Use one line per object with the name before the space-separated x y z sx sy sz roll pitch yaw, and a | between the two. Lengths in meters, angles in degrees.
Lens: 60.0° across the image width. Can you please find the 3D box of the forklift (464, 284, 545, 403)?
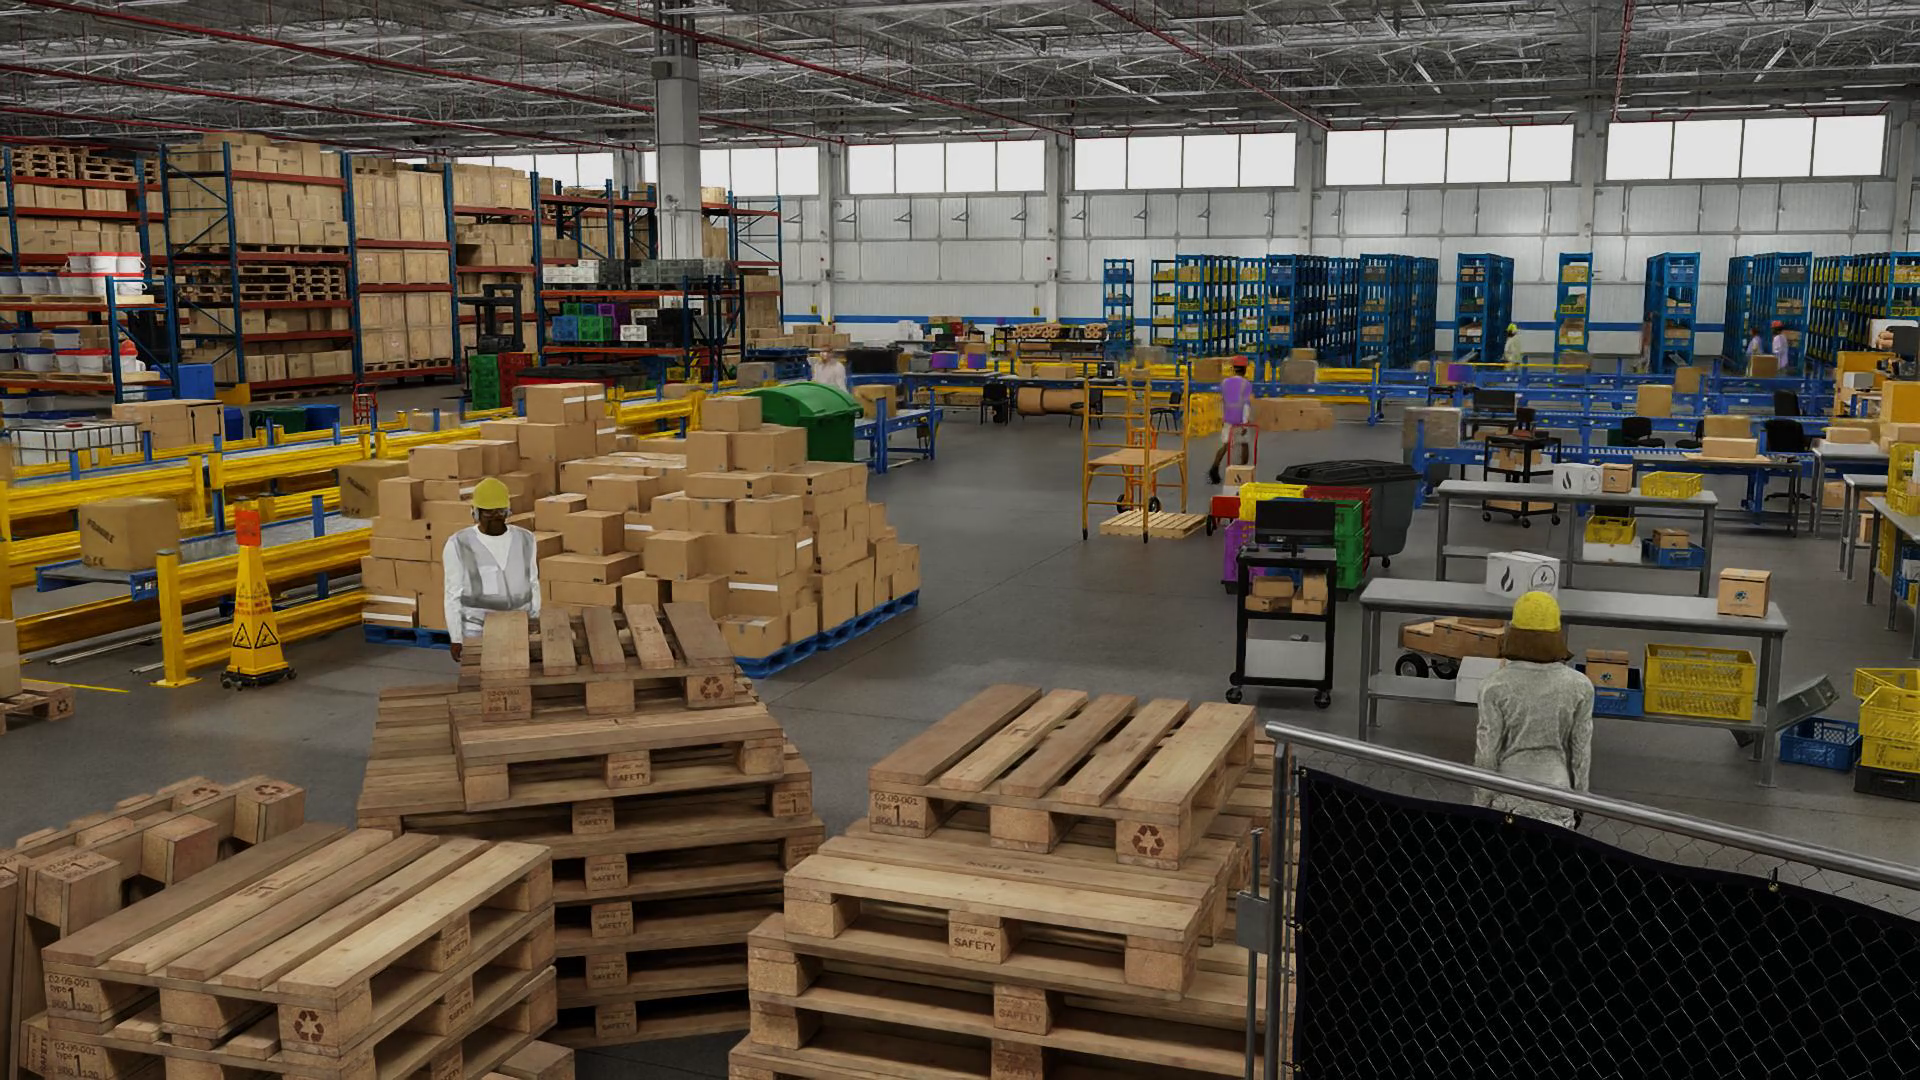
forklift | -10.832 -4.702 39.610 1.129 2.768 1.873 3 10 20

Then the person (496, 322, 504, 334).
person | -11.493 -4.480 41.327 0.652 1.885 0.644 6 11 33

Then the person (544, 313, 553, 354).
person | -14.405 -7.078 58.097 0.546 1.726 0.863 6 11 32

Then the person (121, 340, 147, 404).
person | -14.113 -2.435 28.331 0.355 1.938 0.545 9 13 43

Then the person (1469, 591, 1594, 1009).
person | 2.356 1.074 6.907 0.492 1.740 0.319 0 9 -3

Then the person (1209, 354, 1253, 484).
person | 3.996 -1.759 24.259 0.547 1.898 0.925 7 12 39

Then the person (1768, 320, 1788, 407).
person | 18.735 -4.013 38.009 0.637 2.003 0.633 9 13 44

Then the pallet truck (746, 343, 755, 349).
pallet truck | -6.183 -4.618 44.264 1.601 1.201 0.680 -9 12 -43

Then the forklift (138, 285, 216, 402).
forklift | -17.480 -4.200 36.461 1.873 2.768 1.129 3 10 19

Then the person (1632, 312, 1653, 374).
person | 20.525 -5.850 49.676 0.642 1.965 0.581 -6 11 -31

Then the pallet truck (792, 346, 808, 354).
pallet truck | -3.705 -4.298 42.022 0.653 1.274 1.630 3 10 20

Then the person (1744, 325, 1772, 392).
person | 19.447 -4.332 40.607 0.742 1.828 0.572 3 10 19

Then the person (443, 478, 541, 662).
person | -2.792 0.531 10.029 0.600 1.831 0.404 -7 11 -37

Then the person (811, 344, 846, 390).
person | -2.239 -2.338 27.845 0.640 1.896 0.418 6 11 34

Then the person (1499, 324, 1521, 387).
person | 14.022 -4.622 42.519 0.918 1.788 0.610 0 9 2
